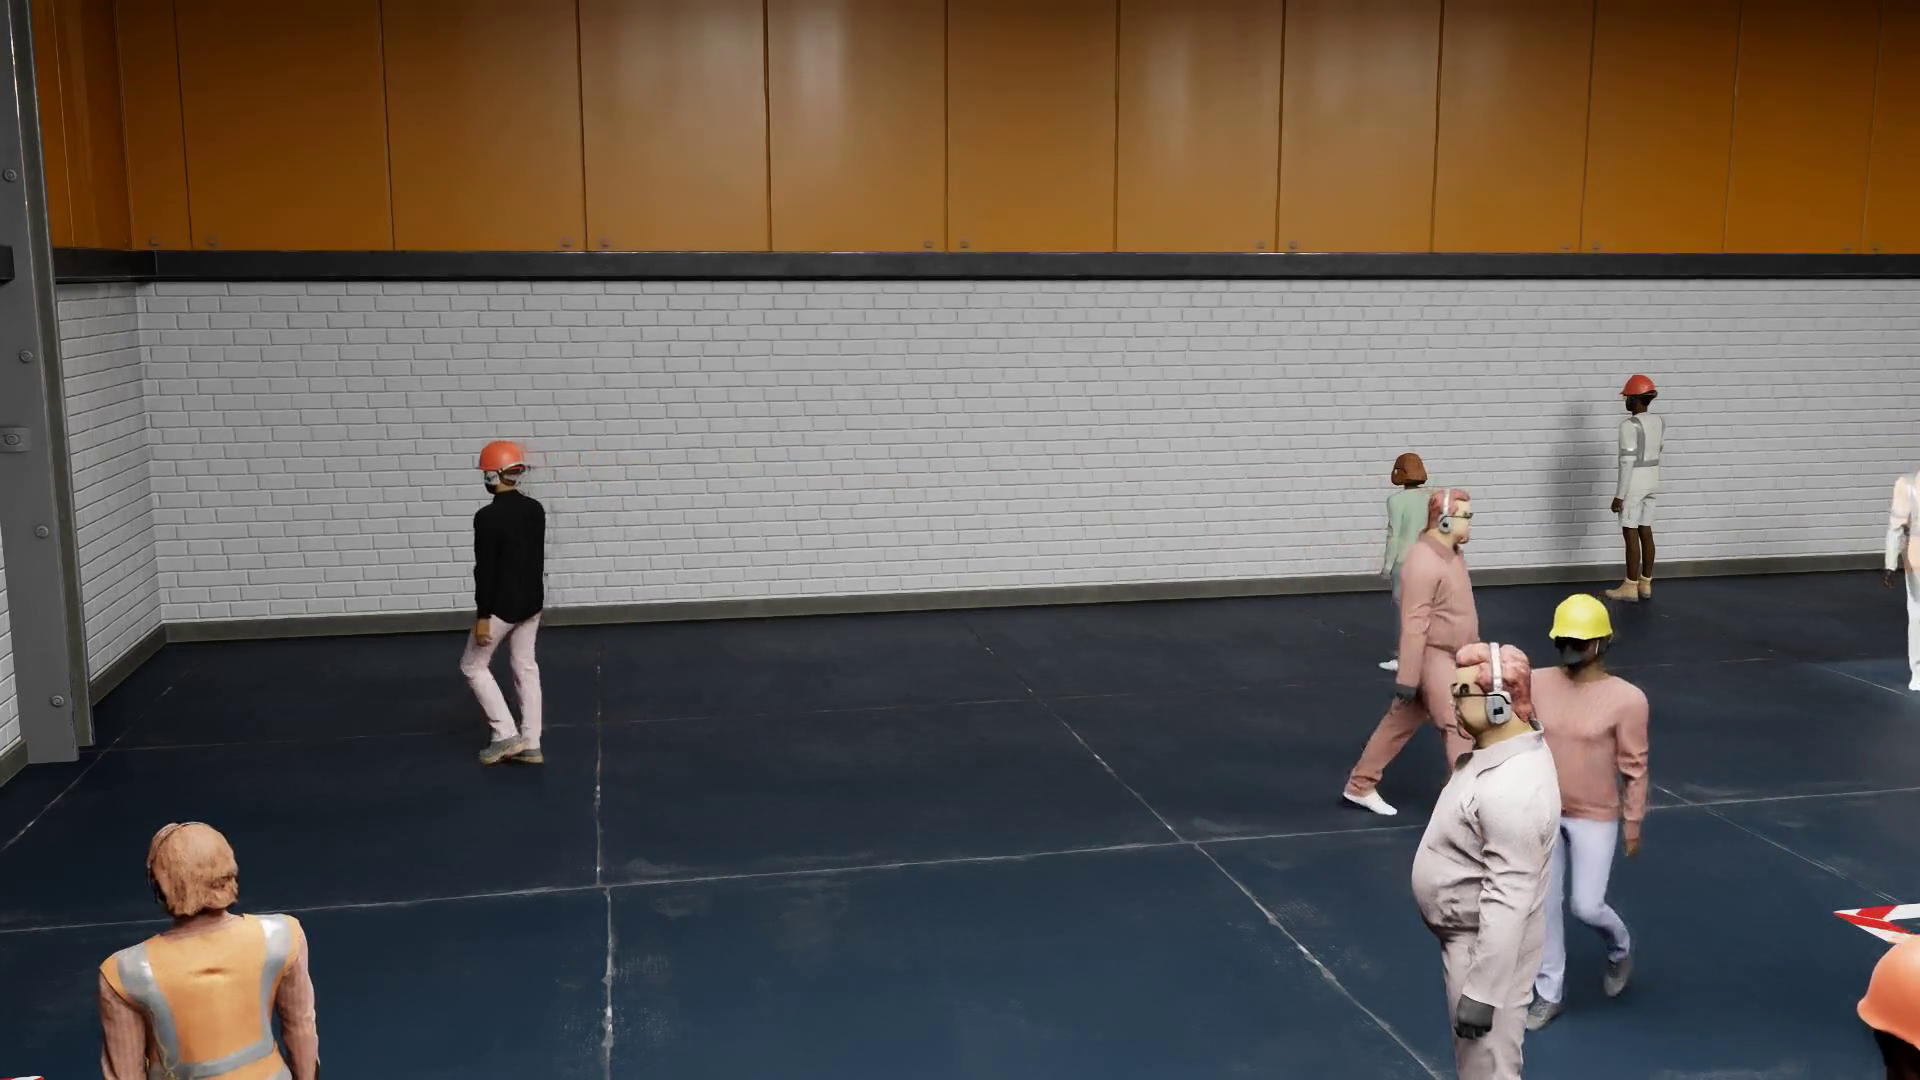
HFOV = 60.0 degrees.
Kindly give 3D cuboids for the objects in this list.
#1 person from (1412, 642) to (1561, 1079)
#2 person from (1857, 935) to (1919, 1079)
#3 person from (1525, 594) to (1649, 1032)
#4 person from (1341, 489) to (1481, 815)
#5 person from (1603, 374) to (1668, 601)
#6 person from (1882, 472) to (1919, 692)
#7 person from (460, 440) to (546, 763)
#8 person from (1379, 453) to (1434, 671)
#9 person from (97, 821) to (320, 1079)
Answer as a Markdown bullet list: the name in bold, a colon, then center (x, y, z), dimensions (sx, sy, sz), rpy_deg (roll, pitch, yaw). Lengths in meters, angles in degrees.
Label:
- **person**: center (1.570, 1.240, 5.033), dimensions (0.410, 1.906, 0.642), rpy_deg (3, 10, 16)
- **person**: center (1.604, 1.583, 2.872), dimensions (0.564, 1.923, 0.628), rpy_deg (-4, 10, -24)
- **person**: center (2.452, 1.063, 6.586), dimensions (0.505, 1.753, 0.530), rpy_deg (-9, 13, -43)
- **person**: center (2.530, 0.639, 8.865), dimensions (1.019, 1.857, 0.657), rpy_deg (4, 10, 22)
- **person**: center (6.087, -0.468, 15.018), dimensions (0.605, 2.045, 0.388), rpy_deg (-7, 12, -36)
- **person**: center (6.765, 0.178, 11.554), dimensions (0.605, 1.893, 0.850), rpy_deg (6, 11, 31)
- **person**: center (-2.748, 0.388, 9.994), dimensions (0.495, 1.977, 0.661), rpy_deg (4, 10, 22)
- **person**: center (3.339, 0.166, 12.402), dimensions (0.504, 1.632, 0.269), rpy_deg (-6, 11, -34)
- **person**: center (-1.877, 1.506, 4.216), dimensions (0.516, 1.639, 0.310), rpy_deg (-7, 12, -37)
